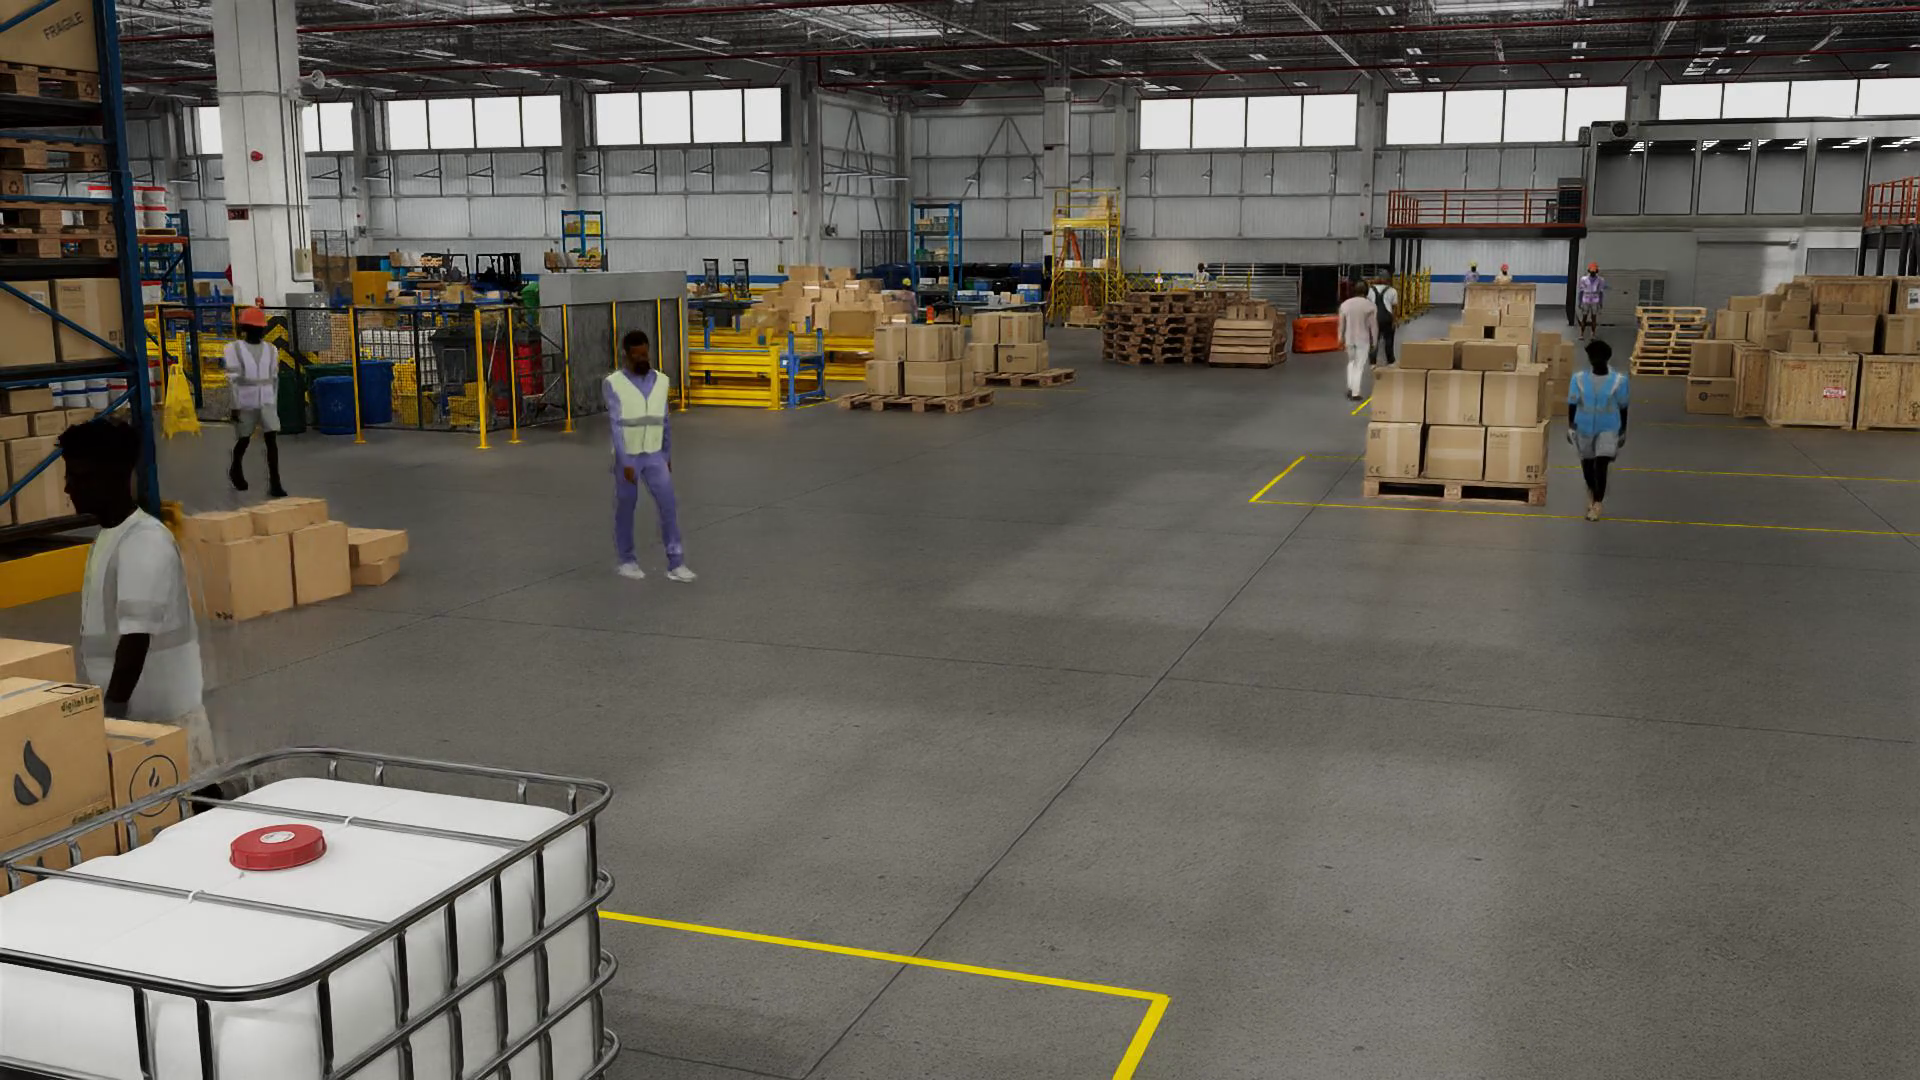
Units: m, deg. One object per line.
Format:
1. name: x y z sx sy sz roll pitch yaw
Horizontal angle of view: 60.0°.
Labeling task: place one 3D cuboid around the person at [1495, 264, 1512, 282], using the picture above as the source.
1. person: 17.222 -7.784 52.723 0.570 1.881 1.012 1 10 3

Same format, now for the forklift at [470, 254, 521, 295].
1. forklift: -17.990 -10.121 64.684 1.157 1.987 2.680 3 11 17

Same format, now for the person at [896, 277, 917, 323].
1. person: -1.309 -5.367 39.490 0.540 1.739 0.703 -5 11 -26

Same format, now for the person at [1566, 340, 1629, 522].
1. person: 5.887 -1.032 15.347 0.525 1.652 0.881 6 12 30

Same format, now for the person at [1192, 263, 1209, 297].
1. person: 8.234 -8.546 57.012 0.576 1.882 0.355 3 11 19

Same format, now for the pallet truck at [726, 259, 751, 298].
1. pallet truck: -7.986 -9.493 62.019 0.823 1.965 1.885 3 11 17

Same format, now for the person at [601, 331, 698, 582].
1. person: -2.308 -0.600 12.288 0.604 1.870 0.899 -9 14 -42

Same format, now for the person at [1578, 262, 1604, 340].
1. person: 16.577 -6.259 43.706 0.623 2.039 0.410 3 11 18

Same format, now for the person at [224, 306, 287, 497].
1. person: -7.115 -1.397 16.701 0.549 1.909 0.879 -9 14 -42

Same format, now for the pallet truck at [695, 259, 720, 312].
1. pallet truck: -9.165 -9.627 62.776 0.823 1.965 1.885 4 11 23

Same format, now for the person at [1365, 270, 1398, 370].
1. person: 8.497 -4.436 33.421 0.697 2.000 1.017 6 12 30

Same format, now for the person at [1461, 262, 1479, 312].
1. person: 18.829 -9.305 61.325 0.609 1.876 1.057 -2 10 -10

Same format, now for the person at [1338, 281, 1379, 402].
1. person: 6.413 -3.181 26.670 0.661 1.922 0.559 8 13 38

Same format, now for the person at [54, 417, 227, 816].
1. person: -2.896 0.544 5.711 1.008 1.913 0.630 -9 14 -42

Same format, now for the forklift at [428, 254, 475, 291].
1. forklift: -20.133 -10.254 65.465 1.157 1.987 2.680 3 11 19
